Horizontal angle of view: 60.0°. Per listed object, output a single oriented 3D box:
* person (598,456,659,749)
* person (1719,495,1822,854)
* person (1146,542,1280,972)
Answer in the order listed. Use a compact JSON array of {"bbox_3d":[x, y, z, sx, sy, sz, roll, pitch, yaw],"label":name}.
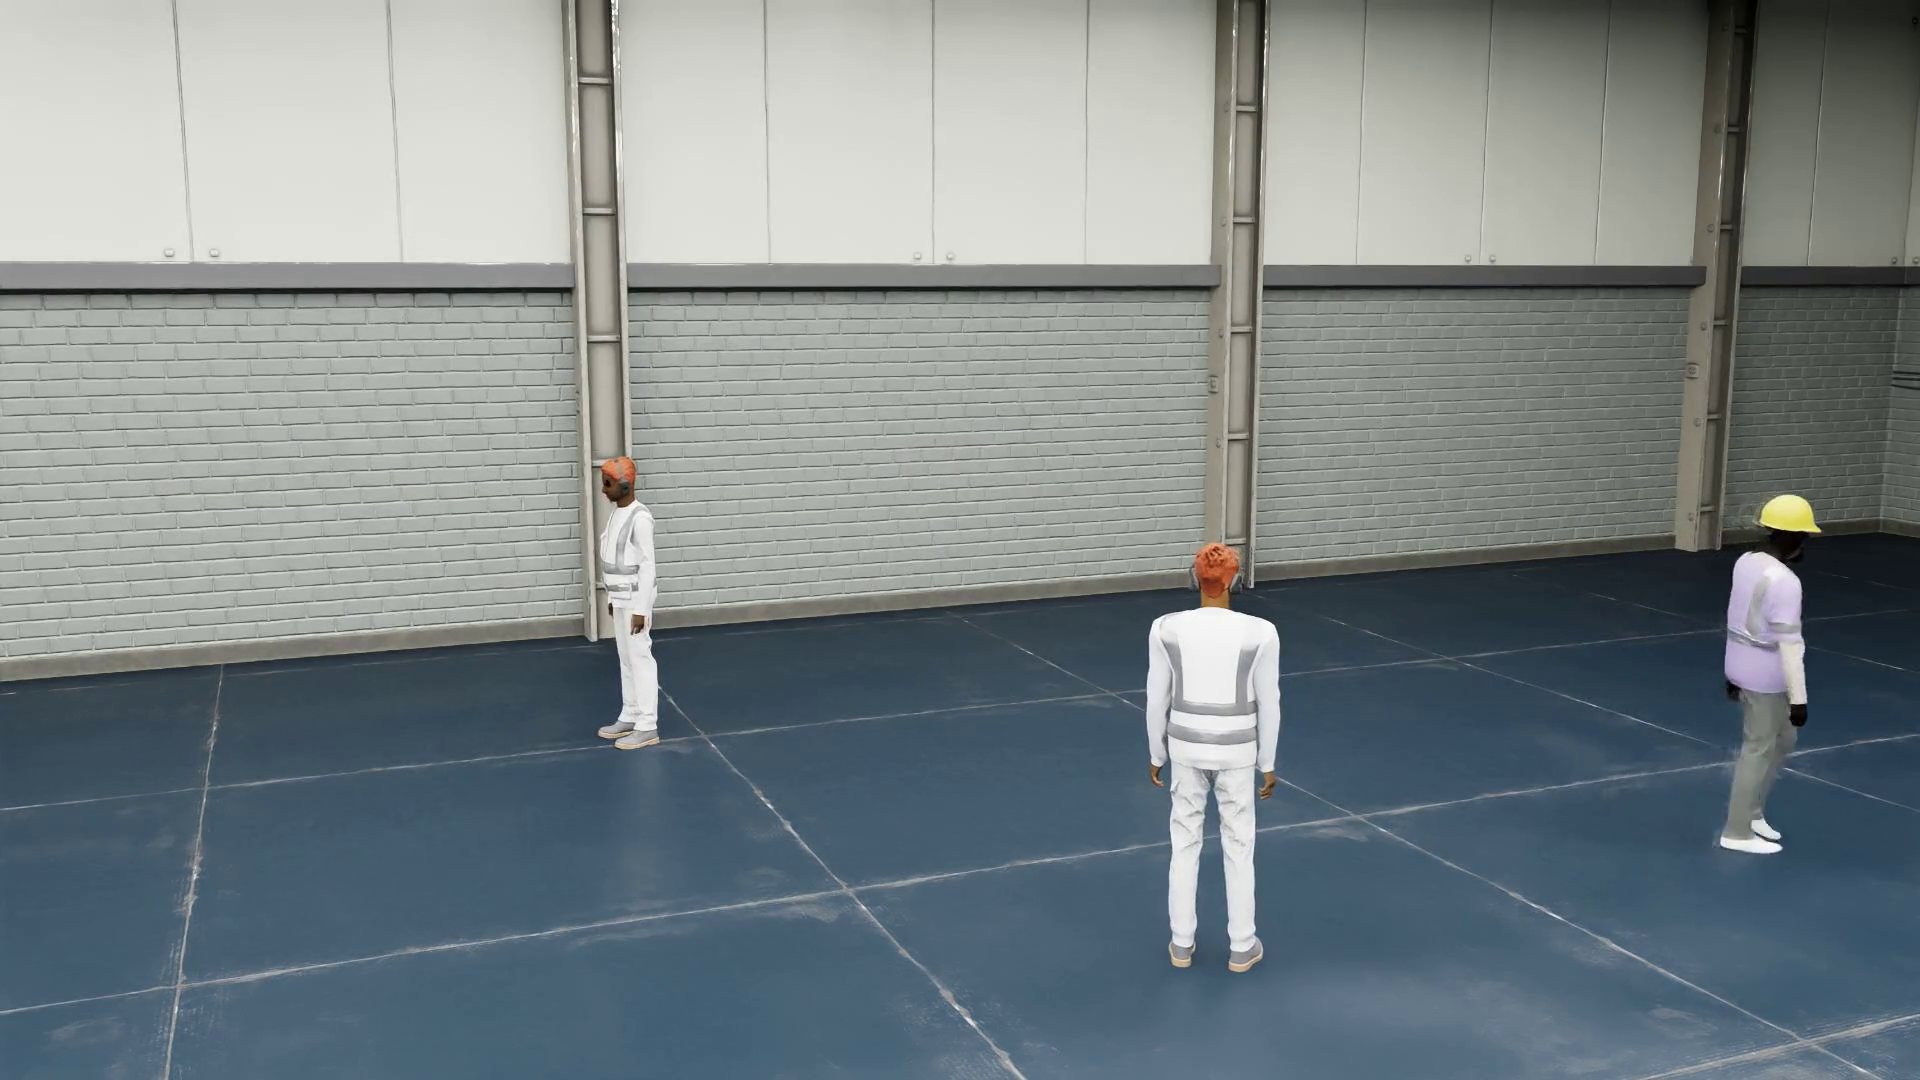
[{"bbox_3d":[-2.135,0.396,10.715,0.354,1.887,0.572,-5,10,-29],"label":"person"},{"bbox_3d":[4.252,0.709,8.672,0.514,1.905,0.607,1,9,5],"label":"person"},{"bbox_3d":[1.101,0.945,7.263,0.574,1.886,0.358,3,9,16],"label":"person"}]
